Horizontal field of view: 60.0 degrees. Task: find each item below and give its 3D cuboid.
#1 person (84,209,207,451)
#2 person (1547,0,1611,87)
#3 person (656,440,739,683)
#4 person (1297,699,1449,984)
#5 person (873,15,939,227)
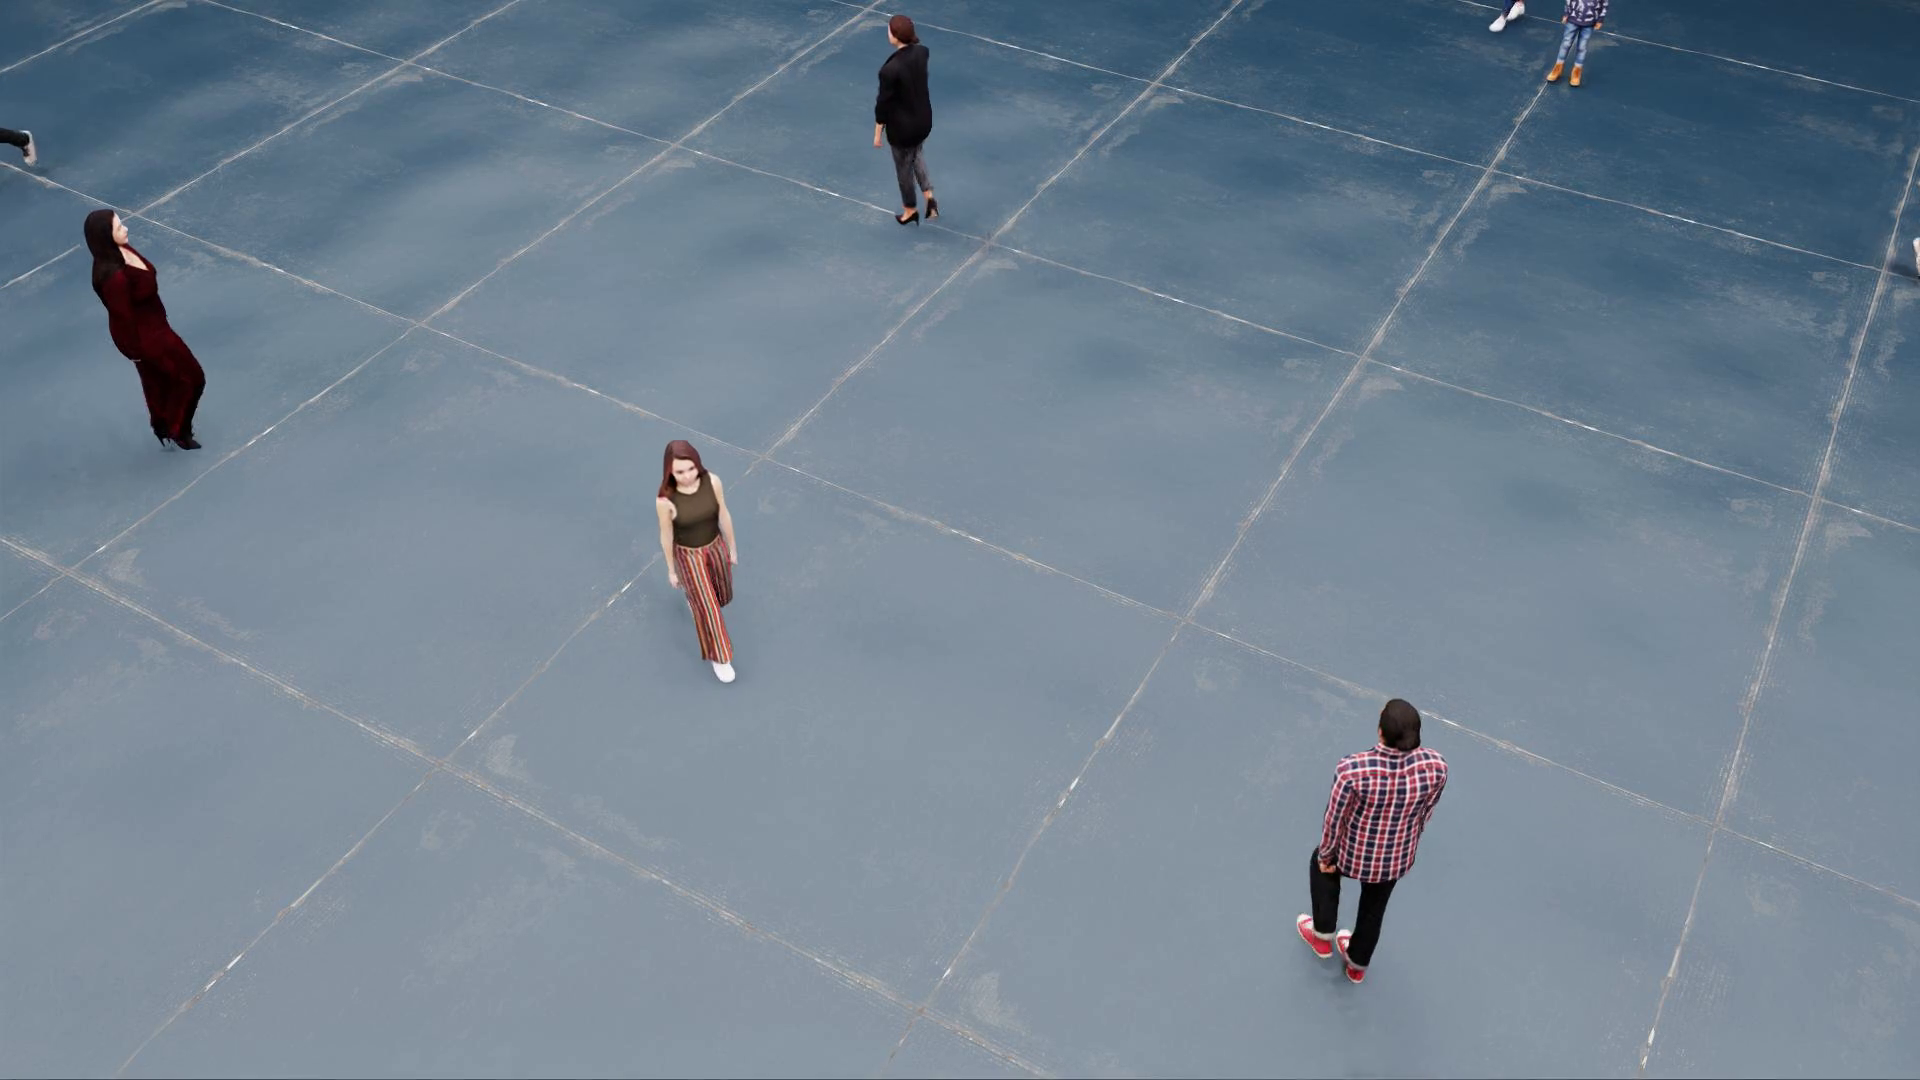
[{"bbox_3d":[-5.155,-1.254,10.309,0.831,1.746,0.792,-18,45,-19],"label":"person"},{"bbox_3d":[5.368,-4.539,14.293,0.491,1.252,0.486,19,46,20],"label":"person"},{"bbox_3d":[-1.437,0.037,9.037,0.958,1.544,0.907,-20,46,-21],"label":"person"},{"bbox_3d":[1.850,1.399,7.384,0.806,1.750,0.823,-1,42,-1],"label":"person"},{"bbox_3d":[-0.322,-3.043,12.305,0.771,1.709,0.647,30,50,29],"label":"person"}]
